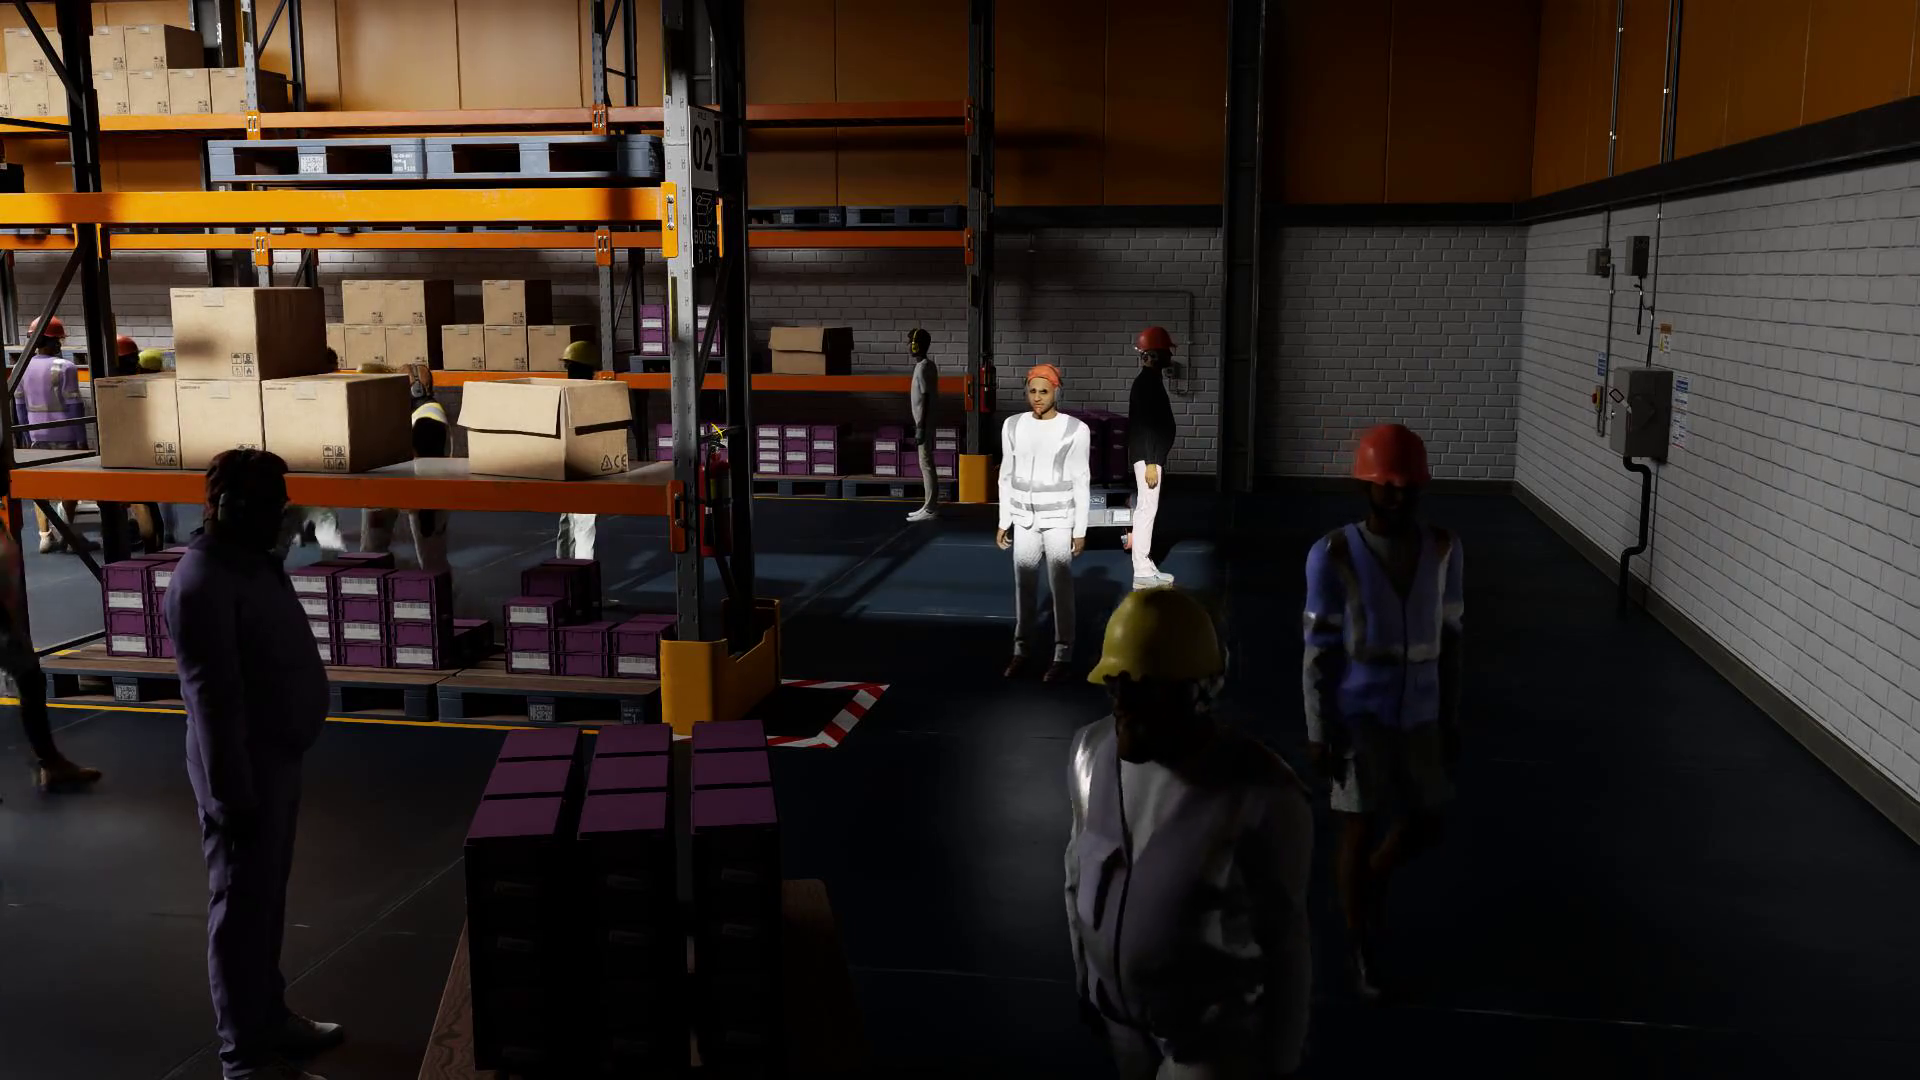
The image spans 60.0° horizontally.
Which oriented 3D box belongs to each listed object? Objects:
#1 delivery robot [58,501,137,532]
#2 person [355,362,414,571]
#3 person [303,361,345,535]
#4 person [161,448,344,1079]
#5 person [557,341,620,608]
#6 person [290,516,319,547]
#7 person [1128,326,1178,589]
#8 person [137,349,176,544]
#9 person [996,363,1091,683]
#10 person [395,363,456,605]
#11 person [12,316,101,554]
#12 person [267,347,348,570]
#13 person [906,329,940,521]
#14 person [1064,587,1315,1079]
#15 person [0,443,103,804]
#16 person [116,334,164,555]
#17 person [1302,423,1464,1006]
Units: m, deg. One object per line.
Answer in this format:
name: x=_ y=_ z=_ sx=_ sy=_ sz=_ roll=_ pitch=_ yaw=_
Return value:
delivery robot: x=-7.418 y=-0.235 z=14.431 sx=0.707 sy=0.478 sz=0.477 roll=-4 pitch=10 yaw=-21
person: x=-3.872 y=-0.296 z=11.235 sx=0.604 sy=1.805 sz=0.595 roll=-1 pitch=9 yaw=-7
person: x=-5.751 y=-0.875 z=15.068 sx=0.381 sy=1.732 sz=0.486 roll=-2 pitch=9 yaw=-14
person: x=-2.069 y=0.676 z=4.919 sx=0.409 sy=1.904 sz=0.640 roll=-2 pitch=9 yaw=-12
person: x=-2.717 y=-0.462 z=11.924 sx=0.376 sy=1.921 sz=0.586 roll=-9 pitch=13 yaw=-43
person: x=-5.880 y=-0.900 z=14.583 sx=0.378 sy=1.938 sz=0.547 roll=3 pitch=10 yaw=18
person: x=1.467 y=-0.623 z=12.683 sx=0.375 sy=1.997 sz=0.612 roll=2 pitch=9 yaw=10
person: x=-7.232 y=-0.820 z=14.744 sx=0.600 sy=1.733 sz=0.349 roll=1 pitch=9 yaw=7
person: x=0.493 y=-0.099 z=9.811 sx=0.579 sy=1.879 sz=0.348 roll=5 pitch=11 yaw=29
person: x=-3.431 y=-0.213 z=10.652 sx=0.429 sy=1.837 sz=0.628 roll=-3 pitch=10 yaw=-19
person: x=-7.730 y=-0.893 z=14.216 sx=0.608 sy=2.044 sz=0.373 roll=1 pitch=9 yaw=9
person: x=-4.664 y=-0.483 z=12.137 sx=1.025 sy=1.877 sz=0.635 roll=-2 pitch=9 yaw=-11
person: x=-0.365 y=-1.104 z=16.087 sx=0.336 sy=1.864 sz=0.521 roll=1 pitch=9 yaw=6
person: x=0.517 y=0.950 z=3.578 sx=0.599 sy=1.797 sz=0.864 roll=9 pitch=13 yaw=44
person: x=-4.275 y=0.379 z=7.472 sx=0.754 sy=1.667 sz=0.538 roll=-3 pitch=10 yaw=-18
person: x=-6.435 y=-0.630 z=12.944 sx=0.374 sy=1.928 sz=0.543 roll=-2 pitch=9 yaw=-10
person: x=1.394 y=0.564 z=5.545 sx=0.560 sy=1.923 sz=0.506 roll=-2 pitch=9 yaw=-10
